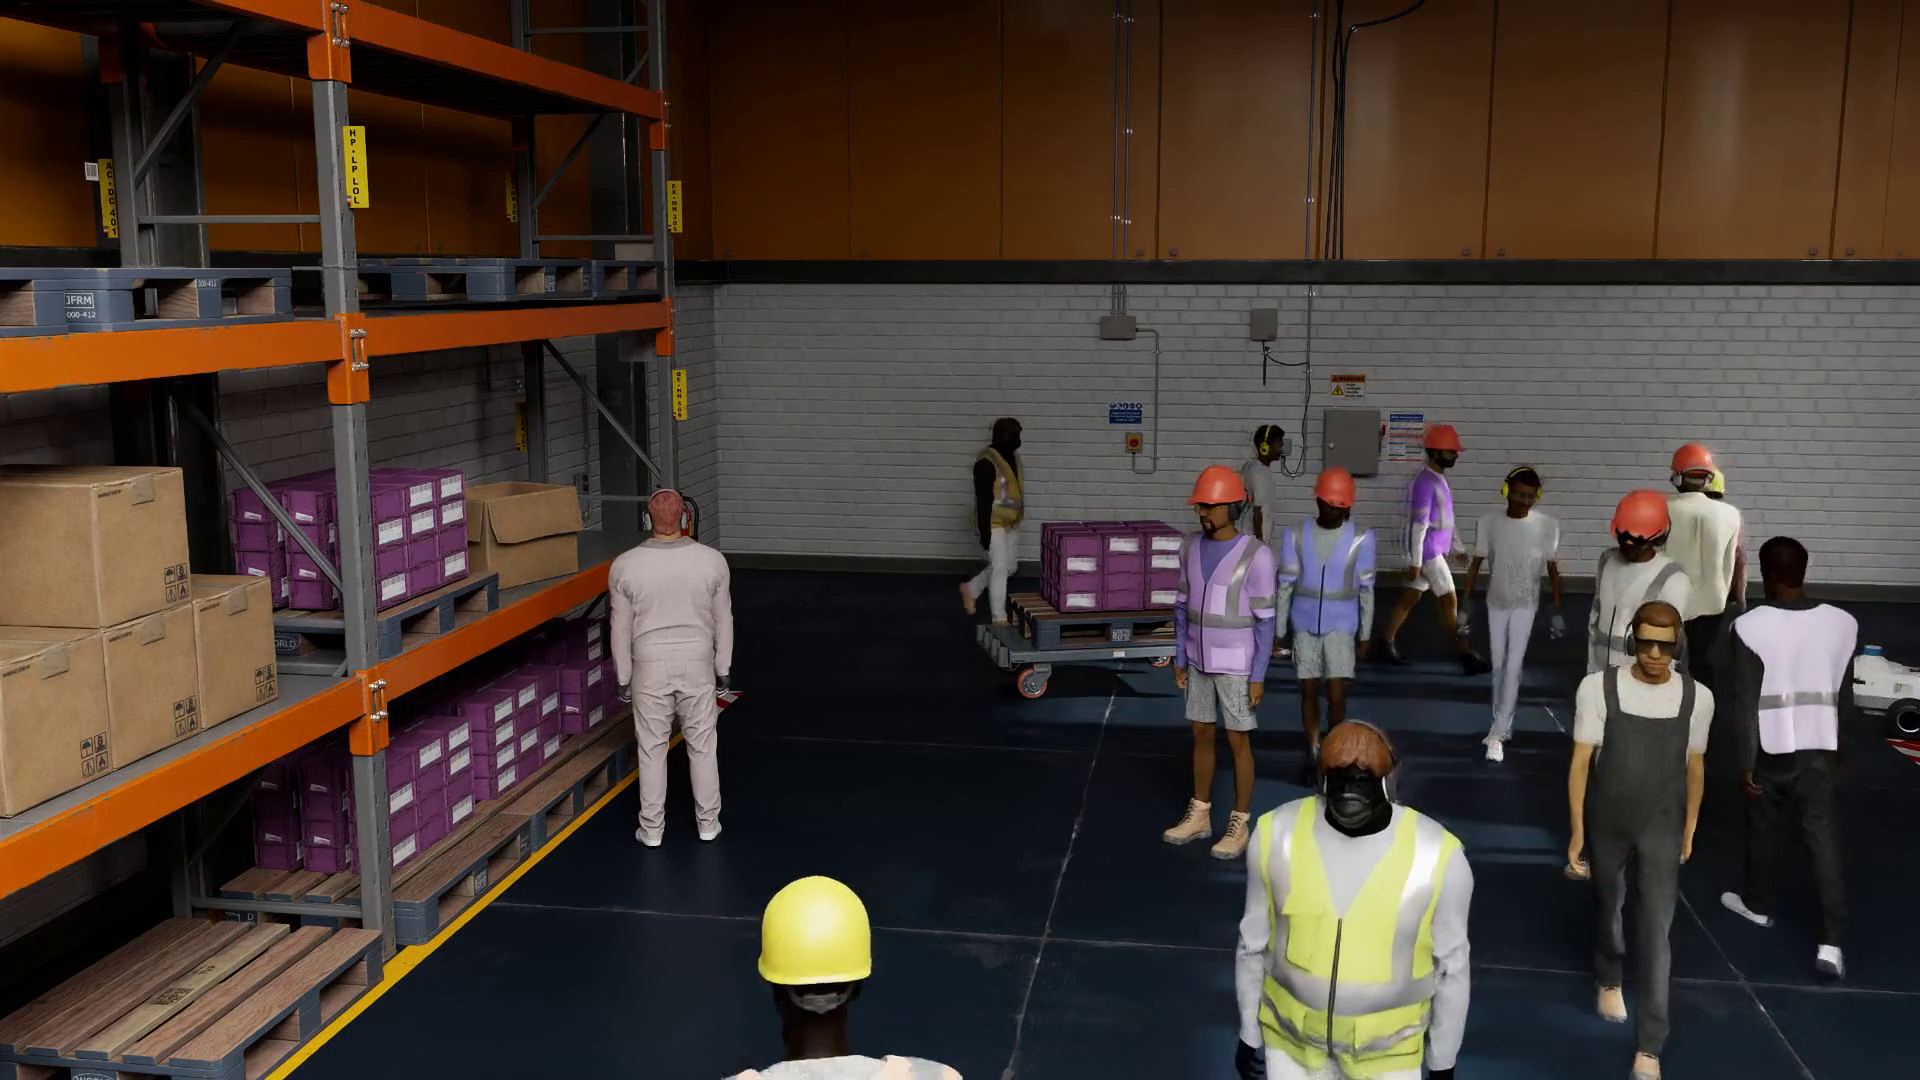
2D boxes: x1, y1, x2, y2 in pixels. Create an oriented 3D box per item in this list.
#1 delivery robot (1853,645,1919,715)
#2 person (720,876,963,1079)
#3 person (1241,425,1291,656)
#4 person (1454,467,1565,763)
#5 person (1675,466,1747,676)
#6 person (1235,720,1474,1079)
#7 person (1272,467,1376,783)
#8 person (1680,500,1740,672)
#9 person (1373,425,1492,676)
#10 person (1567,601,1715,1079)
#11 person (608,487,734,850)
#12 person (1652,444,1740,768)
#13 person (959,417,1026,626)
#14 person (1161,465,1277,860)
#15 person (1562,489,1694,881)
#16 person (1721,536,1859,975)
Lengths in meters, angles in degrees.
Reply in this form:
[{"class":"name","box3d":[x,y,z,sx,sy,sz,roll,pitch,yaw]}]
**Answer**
[{"class":"delivery robot","box3d":[6.010,0.938,10.990,0.707,0.478,0.477,4,10,26]},{"class":"person","box3d":[-0.271,1.564,3.295,0.609,1.882,0.916,-2,9,-10]},{"class":"person","box3d":[2.303,0.005,13.071,0.578,1.842,0.538,1,9,6]},{"class":"person","box3d":[3.392,0.456,10.334,0.615,1.820,0.864,6,11,33]},{"class":"person","box3d":[5.081,0.338,11.411,0.540,1.705,0.908,1,9,5]},{"class":"person","box3d":[1.091,1.377,4.671,0.631,1.827,0.553,4,10,24]},{"class":"person","box3d":[2.121,0.512,9.746,0.570,1.904,0.556,4,10,21]},{"class":"person","box3d":[5.231,0.315,11.837,0.524,1.618,0.670,2,9,11]},{"class":"person","box3d":[3.605,0.072,12.536,0.996,1.884,0.547,4,10,23]},{"class":"person","box3d":[2.609,1.111,6.421,0.508,1.797,0.986,3,10,18]},{"class":"person","box3d":[-1.513,0.674,8.747,0.643,1.911,0.410,-3,10,-16]},{"class":"person","box3d":[4.479,0.387,10.333,0.619,1.969,0.758,1,9,4]},{"class":"person","box3d":[0.259,-0.143,14.073,0.633,1.819,0.658,5,11,29]},{"class":"person","box3d":[1.336,0.629,8.611,0.396,2.044,0.609,-8,12,-40]},{"class":"person","box3d":[3.343,0.718,8.227,0.588,1.998,0.658,-4,10,-22]},{"class":"person","box3d":[3.709,0.927,7.370,0.609,1.862,0.996,0,9,0]}]
